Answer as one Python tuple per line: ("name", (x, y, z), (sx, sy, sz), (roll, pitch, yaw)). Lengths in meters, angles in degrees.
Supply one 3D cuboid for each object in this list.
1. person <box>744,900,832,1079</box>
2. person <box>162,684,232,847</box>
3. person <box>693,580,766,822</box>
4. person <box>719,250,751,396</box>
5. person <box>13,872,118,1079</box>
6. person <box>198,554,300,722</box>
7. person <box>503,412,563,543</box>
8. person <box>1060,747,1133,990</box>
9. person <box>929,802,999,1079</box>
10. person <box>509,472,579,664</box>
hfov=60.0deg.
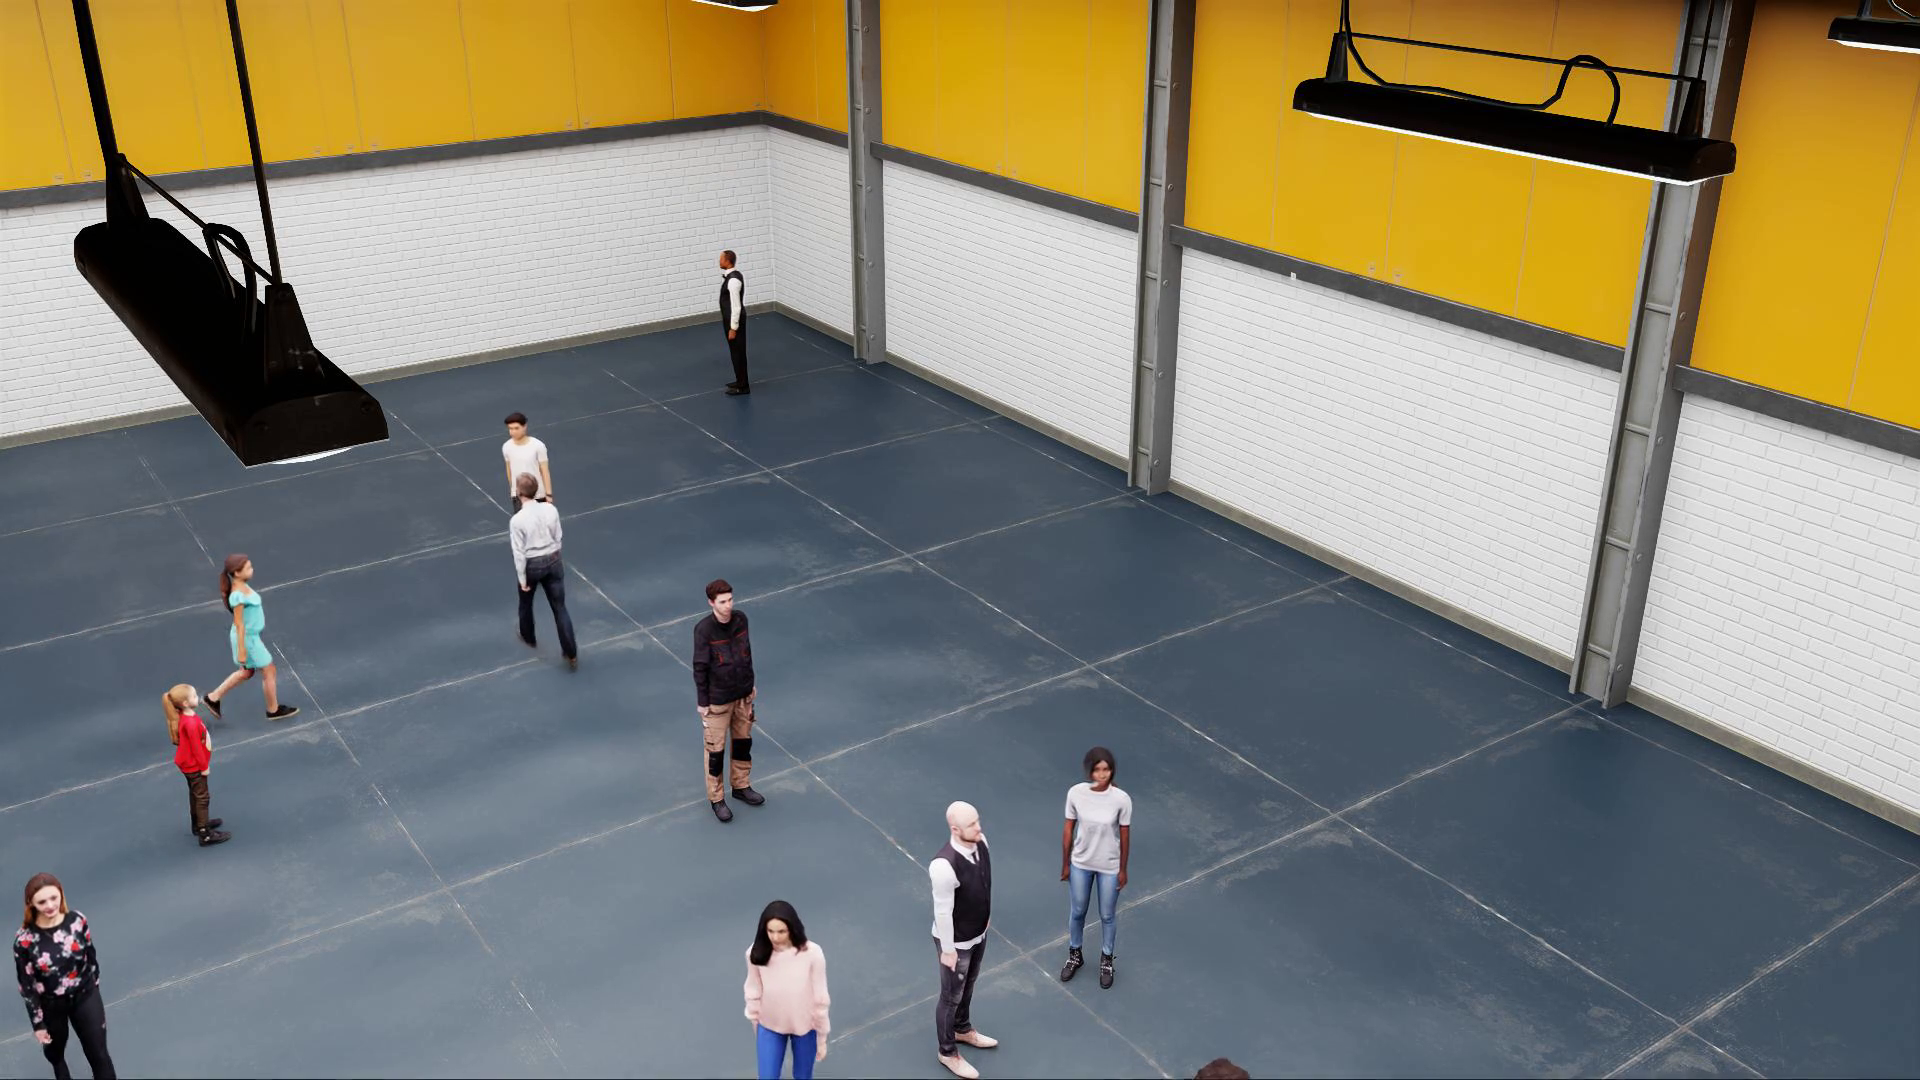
("person", (-0.939, 2.698, 9.370), (0.816, 1.752, 0.868), (1, 24, 1))
("person", (-5.690, 1.651, 12.353), (0.544, 1.280, 0.417), (-17, 29, -34))
("person", (-1.766, 1.179, 12.629), (0.739, 1.925, 0.650), (-21, 32, -40))
("person", (-2.964, -2.872, 21.907), (0.844, 1.917, 0.706), (-2, 24, -6))
("person", (-5.222, 2.643, 9.631), (0.676, 1.644, 1.113), (-20, 31, -39))
("person", (-6.023, 0.853, 13.865), (0.757, 1.533, 0.973), (-9, 25, -19))
("person", (-4.299, -0.510, 16.791), (1.040, 1.686, 1.136), (1, 24, 2))
("person", (0.879, 2.110, 10.758), (0.648, 1.718, 0.727), (6, 24, 14))
("person", (0.012, 2.371, 10.028), (0.782, 1.824, 0.782), (10, 26, 23))
("person", (-3.708, 0.271, 14.884), (0.655, 1.783, 1.119), (-16, 28, -32))
